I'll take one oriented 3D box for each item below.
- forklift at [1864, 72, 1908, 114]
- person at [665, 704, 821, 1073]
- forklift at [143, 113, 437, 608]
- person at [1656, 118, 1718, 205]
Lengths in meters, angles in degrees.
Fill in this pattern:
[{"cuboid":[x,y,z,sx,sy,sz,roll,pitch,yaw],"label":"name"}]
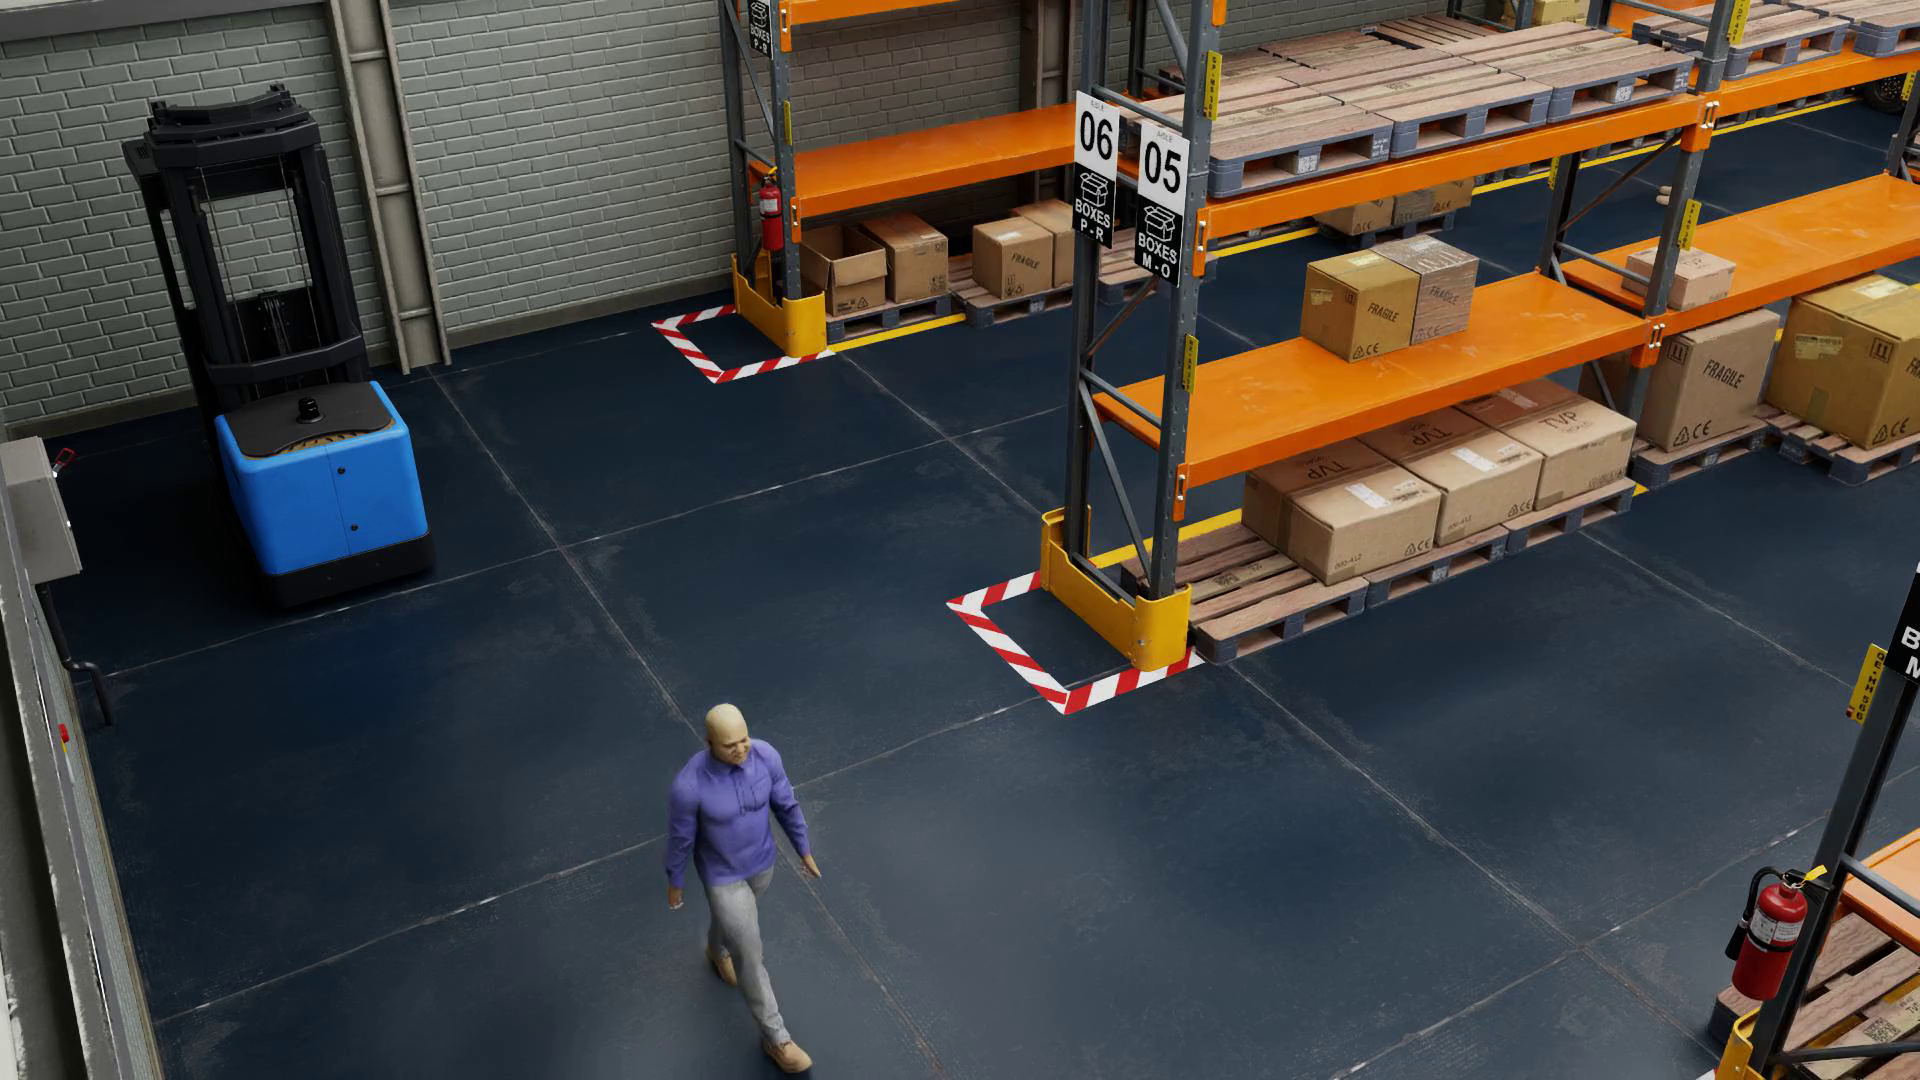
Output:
[{"cuboid":[11.468,-5.645,18.244,1.214,2.155,2.313,-17,36,-26],"label":"forklift"},{"cuboid":[-0.949,1.422,7.234,0.615,1.748,0.948,-23,38,-32],"label":"person"},{"cuboid":[-4.289,-1.259,10.509,1.129,2.768,1.873,-17,36,-26],"label":"forklift"},{"cuboid":[7.204,-4.190,16.220,0.402,1.850,0.529,16,35,24],"label":"person"}]
